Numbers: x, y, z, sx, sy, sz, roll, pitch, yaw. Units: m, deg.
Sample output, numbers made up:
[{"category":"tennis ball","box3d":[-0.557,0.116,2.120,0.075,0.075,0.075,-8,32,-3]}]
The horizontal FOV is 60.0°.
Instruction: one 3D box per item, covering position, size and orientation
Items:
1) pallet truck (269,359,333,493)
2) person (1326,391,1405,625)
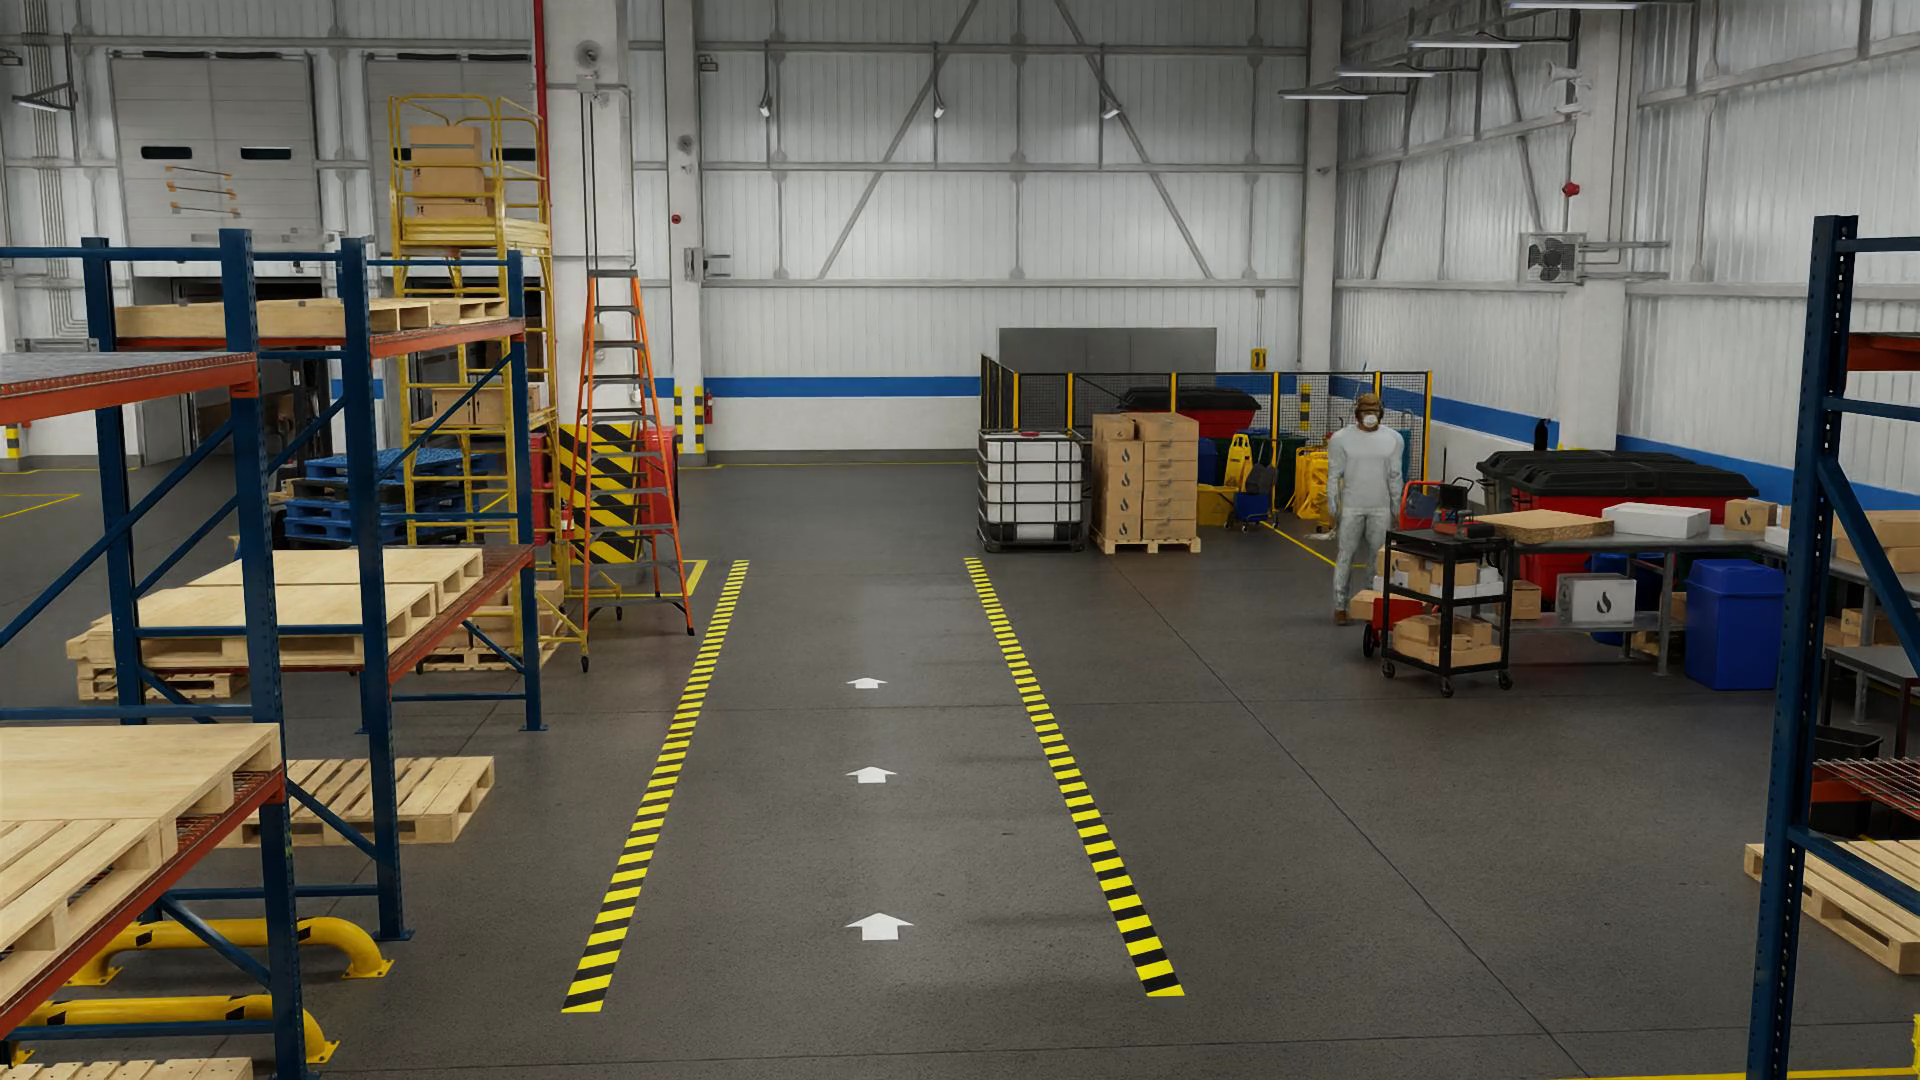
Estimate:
[{"category":"pallet truck","box3d":[-7.062,-1.131,18.996,1.885,1.965,0.823,2,9,13]},{"category":"person","box3d":[3.327,-0.256,13.687,0.635,1.936,0.354,0,9,-1]}]
